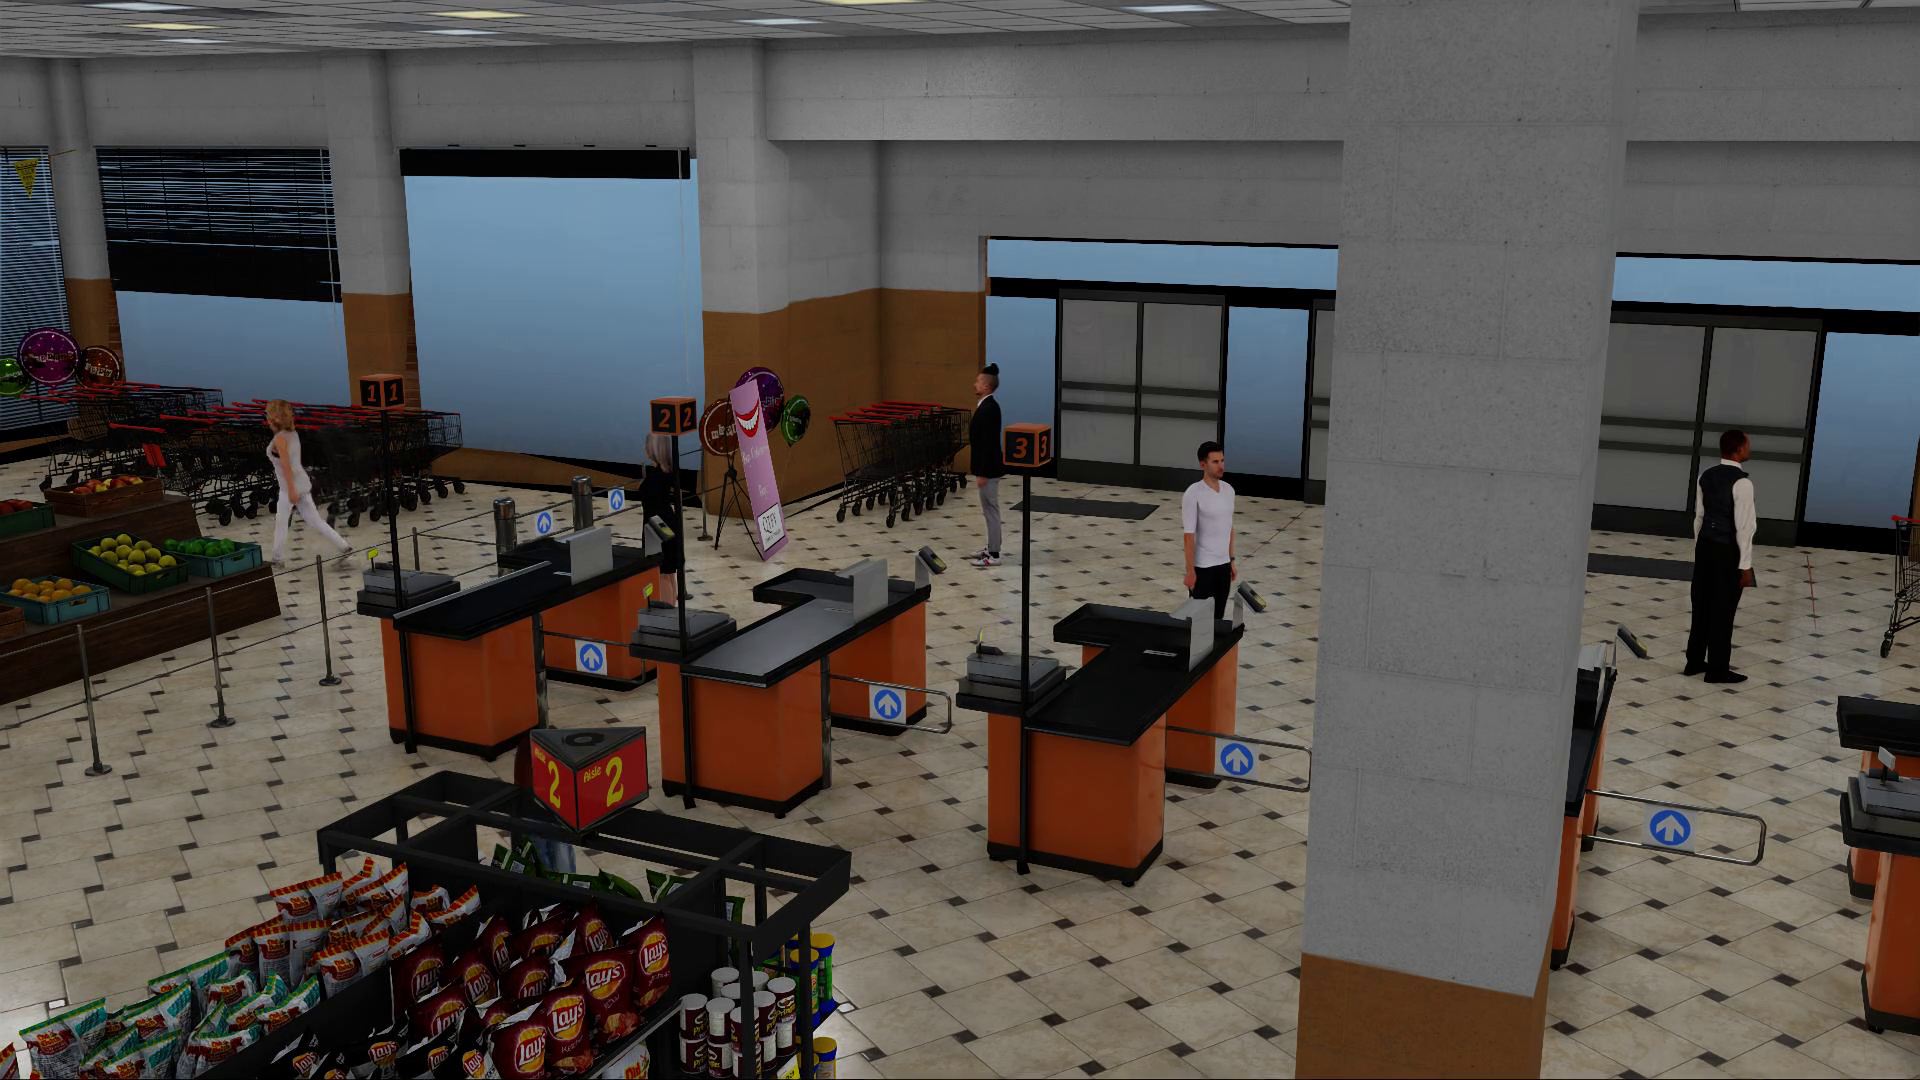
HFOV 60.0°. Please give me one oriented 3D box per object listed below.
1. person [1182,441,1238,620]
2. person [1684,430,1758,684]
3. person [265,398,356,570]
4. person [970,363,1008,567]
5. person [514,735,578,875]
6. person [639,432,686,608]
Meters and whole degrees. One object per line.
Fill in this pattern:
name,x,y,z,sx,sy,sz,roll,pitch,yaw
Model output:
person,1.863,0.172,12.462,0.672,1.852,0.817,-10,17,-37
person,5.743,0.115,12.554,0.828,1.919,0.763,-5,14,-18
person,-6.191,-0.495,15.696,1.011,1.624,1.145,-1,14,-4
person,0.280,-0.728,15.969,0.841,1.948,0.684,1,14,3
person,-1.923,1.589,7.469,0.804,1.451,0.996,2,14,9
person,-2.438,-0.037,13.545,0.739,1.747,0.627,1,14,2
